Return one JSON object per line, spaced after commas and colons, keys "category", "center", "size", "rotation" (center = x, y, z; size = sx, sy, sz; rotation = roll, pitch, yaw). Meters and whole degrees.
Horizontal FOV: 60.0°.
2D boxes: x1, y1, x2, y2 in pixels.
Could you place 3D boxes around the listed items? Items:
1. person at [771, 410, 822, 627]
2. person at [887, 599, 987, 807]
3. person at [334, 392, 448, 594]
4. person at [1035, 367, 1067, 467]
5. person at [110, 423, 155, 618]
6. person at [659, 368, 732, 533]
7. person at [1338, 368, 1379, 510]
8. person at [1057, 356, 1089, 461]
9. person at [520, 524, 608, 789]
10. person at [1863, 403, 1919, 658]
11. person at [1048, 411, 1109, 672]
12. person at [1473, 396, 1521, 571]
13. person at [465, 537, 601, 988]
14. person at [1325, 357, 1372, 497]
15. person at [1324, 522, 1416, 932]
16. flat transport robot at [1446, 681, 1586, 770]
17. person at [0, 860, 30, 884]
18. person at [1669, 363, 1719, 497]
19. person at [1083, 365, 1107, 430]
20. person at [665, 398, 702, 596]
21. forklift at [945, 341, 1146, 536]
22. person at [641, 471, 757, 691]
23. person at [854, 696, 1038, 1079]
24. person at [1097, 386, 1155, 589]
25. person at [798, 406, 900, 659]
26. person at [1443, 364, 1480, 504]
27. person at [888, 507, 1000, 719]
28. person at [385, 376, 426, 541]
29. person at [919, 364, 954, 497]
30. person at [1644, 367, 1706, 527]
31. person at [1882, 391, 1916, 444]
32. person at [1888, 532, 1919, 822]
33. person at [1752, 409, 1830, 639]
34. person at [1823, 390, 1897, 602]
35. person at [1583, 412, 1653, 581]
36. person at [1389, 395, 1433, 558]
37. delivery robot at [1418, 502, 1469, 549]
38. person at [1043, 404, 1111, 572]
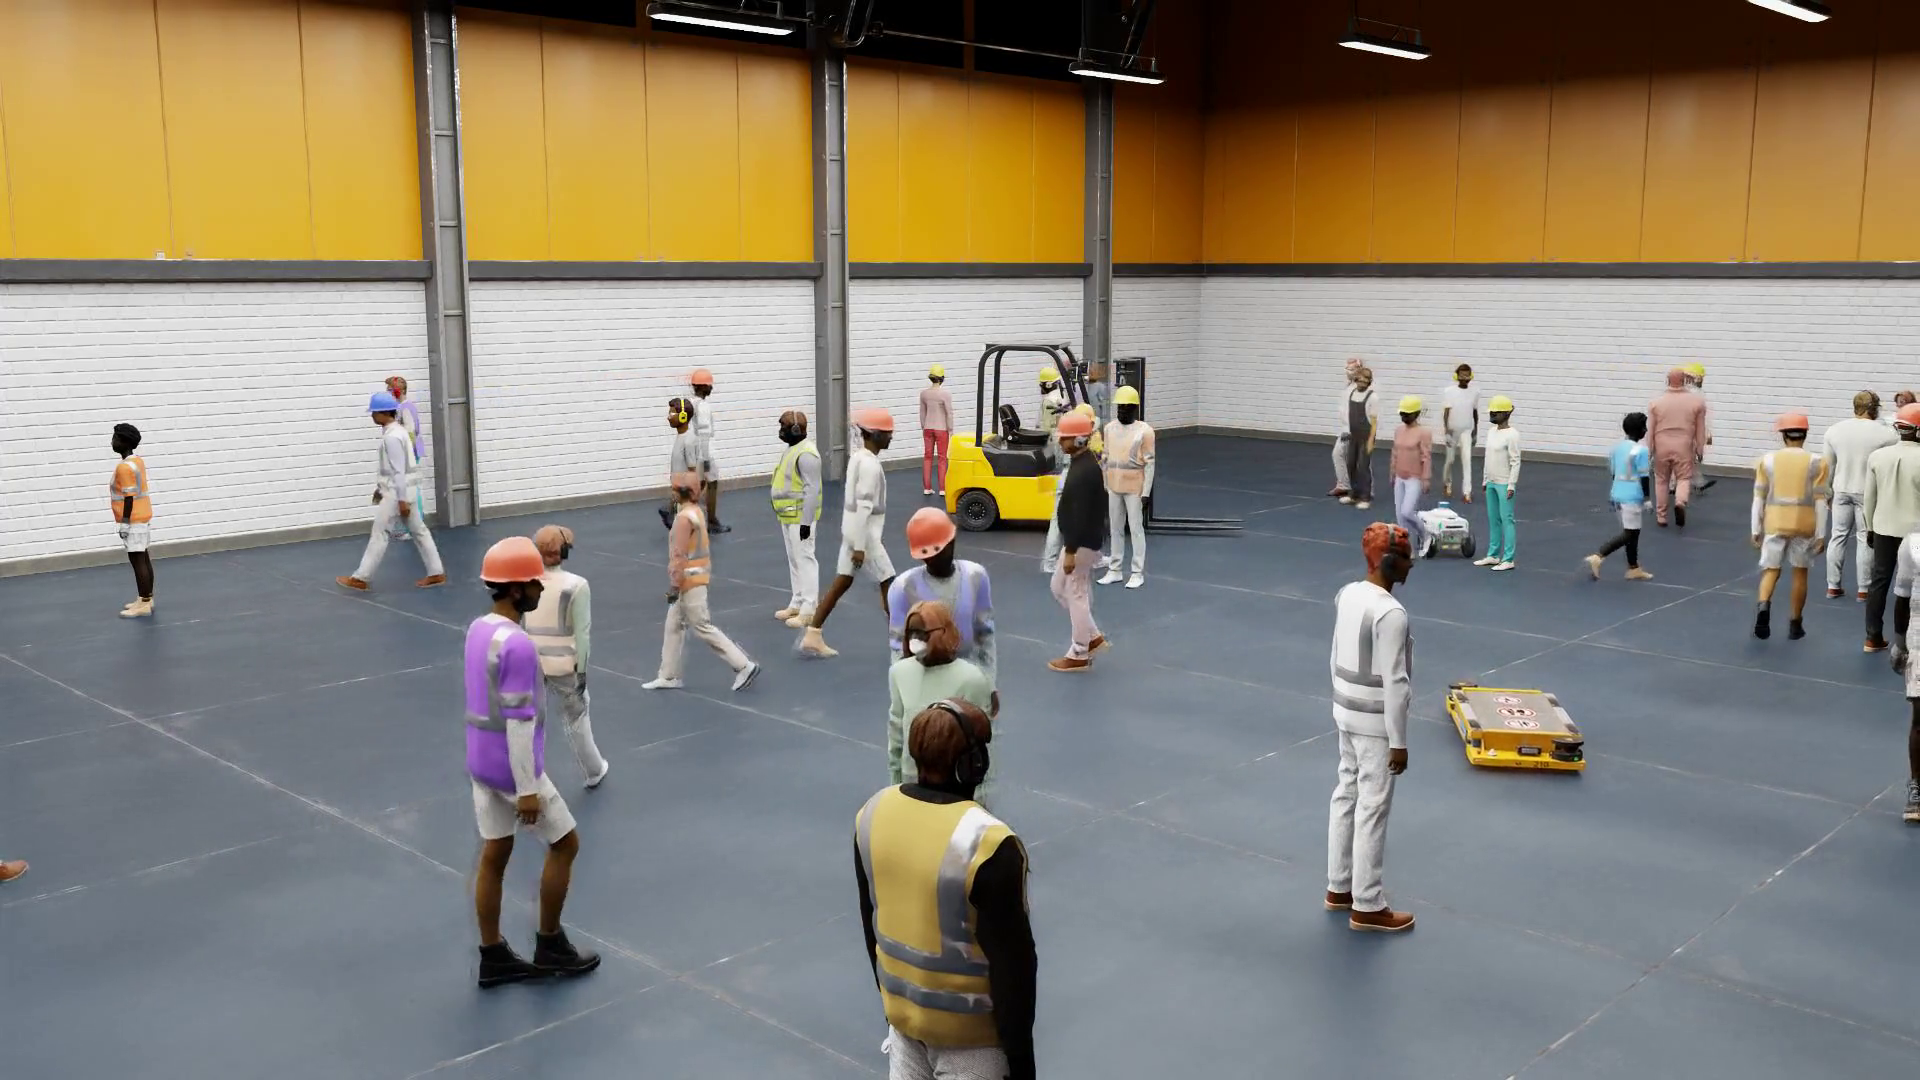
{"category": "person", "center": [-1.396, -0.188, 14.188], "size": [0.429, 1.841, 0.633], "rotation": [-3, 10, -20]}
{"category": "person", "center": [-0.075, 1.043, 7.301], "size": [0.510, 1.621, 0.485], "rotation": [6, 11, 31]}
{"category": "person", "center": [-5.351, -0.446, 15.623], "size": [1.016, 1.889, 0.627], "rotation": [-2, 9, -11]}
{"category": "person", "center": [1.130, -1.244, 20.720], "size": [0.404, 1.825, 0.601], "rotation": [4, 10, 21]}
{"category": "person", "center": [-7.247, -0.178, 14.558], "size": [0.318, 1.700, 0.535], "rotation": [-3, 10, -17]}
{"category": "person", "center": [-3.025, -1.002, 18.957], "size": [0.756, 1.919, 0.546], "rotation": [-5, 10, -27]}
{"category": "person", "center": [5.063, -1.278, 20.993], "size": [0.453, 1.803, 0.594], "rotation": [-5, 11, -29]}
{"category": "person", "center": [1.451, -1.533, 22.370], "size": [0.927, 1.873, 0.638], "rotation": [-9, 13, -42]}
{"category": "person", "center": [-2.296, 0.710, 9.420], "size": [0.524, 1.597, 0.825], "rotation": [1, 9, 8]}
{"category": "person", "center": [7.394, -0.077, 13.032], "size": [0.378, 1.996, 0.611], "rotation": [-6, 11, -31]}
{"category": "person", "center": [0.874, 0.018, 12.471], "size": [0.420, 1.981, 0.650], "rotation": [1, 9, 4]}
{"category": "person", "center": [5.431, -0.573, 16.777], "size": [0.329, 1.767, 0.528], "rotation": [-2, 9, -13]}
{"category": "person", "center": [-1.800, 0.934, 7.055], "size": [0.649, 1.919, 0.570], "rotation": [-7, 12, -37]}
{"category": "person", "center": [5.103, -1.452, 21.800], "size": [0.653, 1.879, 0.656], "rotation": [0, 9, -2]}
{"category": "person", "center": [1.902, 0.851, 7.682], "size": [0.337, 1.882, 0.585], "rotation": [-2, 9, -12]}
{"category": "flat transport robot", "center": [3.534, 1.172, 10.650], "size": [0.652, 0.197, 1.431], "rotation": [2, 9, 10]}
{"category": "person", "center": [-4.955, 0.794, 7.917], "size": [0.635, 1.922, 0.756], "rotation": [6, 11, 33]}
{"category": "person", "center": [9.790, -1.458, 22.137], "size": [0.917, 1.782, 0.626], "rotation": [-1, 9, -9]}
{"category": "person", "center": [1.891, -1.801, 24.781], "size": [0.681, 1.608, 0.520], "rotation": [-7, 11, -36]}
{"category": "person", "center": [-2.530, -0.365, 15.188], "size": [0.328, 1.872, 0.513], "rotation": [-3, 10, -19]}
{"category": "forklift", "center": [0.977, -1.223, 19.452], "size": [2.313, 2.155, 1.214], "rotation": [2, 9, 11]}
{"category": "person", "center": [-1.873, 0.300, 11.903], "size": [0.793, 1.611, 0.509], "rotation": [-1, 9, -5]}
{"category": "person", "center": [-0.012, 1.350, 4.753], "size": [0.627, 1.846, 0.429], "rotation": [9, 13, 44]}
{"category": "person", "center": [1.580, -0.506, 15.865], "size": [0.590, 1.930, 0.359], "rotation": [8, 12, 41]}
{"category": "person", "center": [-0.755, -0.050, 12.915], "size": [1.095, 1.989, 0.624], "rotation": [-2, 10, -14]}
{"category": "person", "center": [6.559, -1.419, 21.848], "size": [0.482, 1.821, 0.991], "rotation": [1, 9, 7]}
{"category": "person", "center": [-0.088, 0.752, 8.294], "size": [0.586, 1.877, 0.742], "rotation": [-5, 11, -29]}
{"category": "person", "center": [-6.199, -0.914, 18.646], "size": [0.390, 1.838, 0.564], "rotation": [-4, 10, -25]}
{"category": "person", "center": [-0.301, -1.462, 22.221], "size": [0.530, 1.772, 0.303], "rotation": [6, 11, 34]}
{"category": "person", "center": [8.320, -1.064, 19.390], "size": [0.660, 1.892, 0.617], "rotation": [4, 10, 22]}
{"category": "person", "center": [10.946, -0.924, 19.353], "size": [0.405, 1.622, 0.549], "rotation": [-7, 11, -36]}
{"category": "person", "center": [5.550, 0.574, 9.302], "size": [0.620, 1.916, 0.997], "rotation": [6, 11, 34]}
{"category": "person", "center": [6.711, -0.100, 13.485], "size": [0.564, 1.907, 0.734], "rotation": [7, 11, 35]}
{"category": "person", "center": [8.203, -0.402, 15.212], "size": [0.378, 1.937, 0.628], "rotation": [-7, 12, -38]}
{"category": "person", "center": [6.396, -0.407, 16.033], "size": [0.728, 1.673, 0.535], "rotation": [-1, 9, -4]}
{"category": "person", "center": [4.640, -0.631, 17.162], "size": [0.414, 1.742, 0.550], "rotation": [-5, 10, -26]}
{"category": "delivery robot", "center": [5.126, -0.161, 17.665], "size": [0.477, 0.478, 0.707], "rotation": [-1, 9, -3]}
{"category": "person", "center": [1.182, -0.519, 16.668], "size": [0.852, 1.681, 0.496], "rotation": [-5, 10, -27]}
